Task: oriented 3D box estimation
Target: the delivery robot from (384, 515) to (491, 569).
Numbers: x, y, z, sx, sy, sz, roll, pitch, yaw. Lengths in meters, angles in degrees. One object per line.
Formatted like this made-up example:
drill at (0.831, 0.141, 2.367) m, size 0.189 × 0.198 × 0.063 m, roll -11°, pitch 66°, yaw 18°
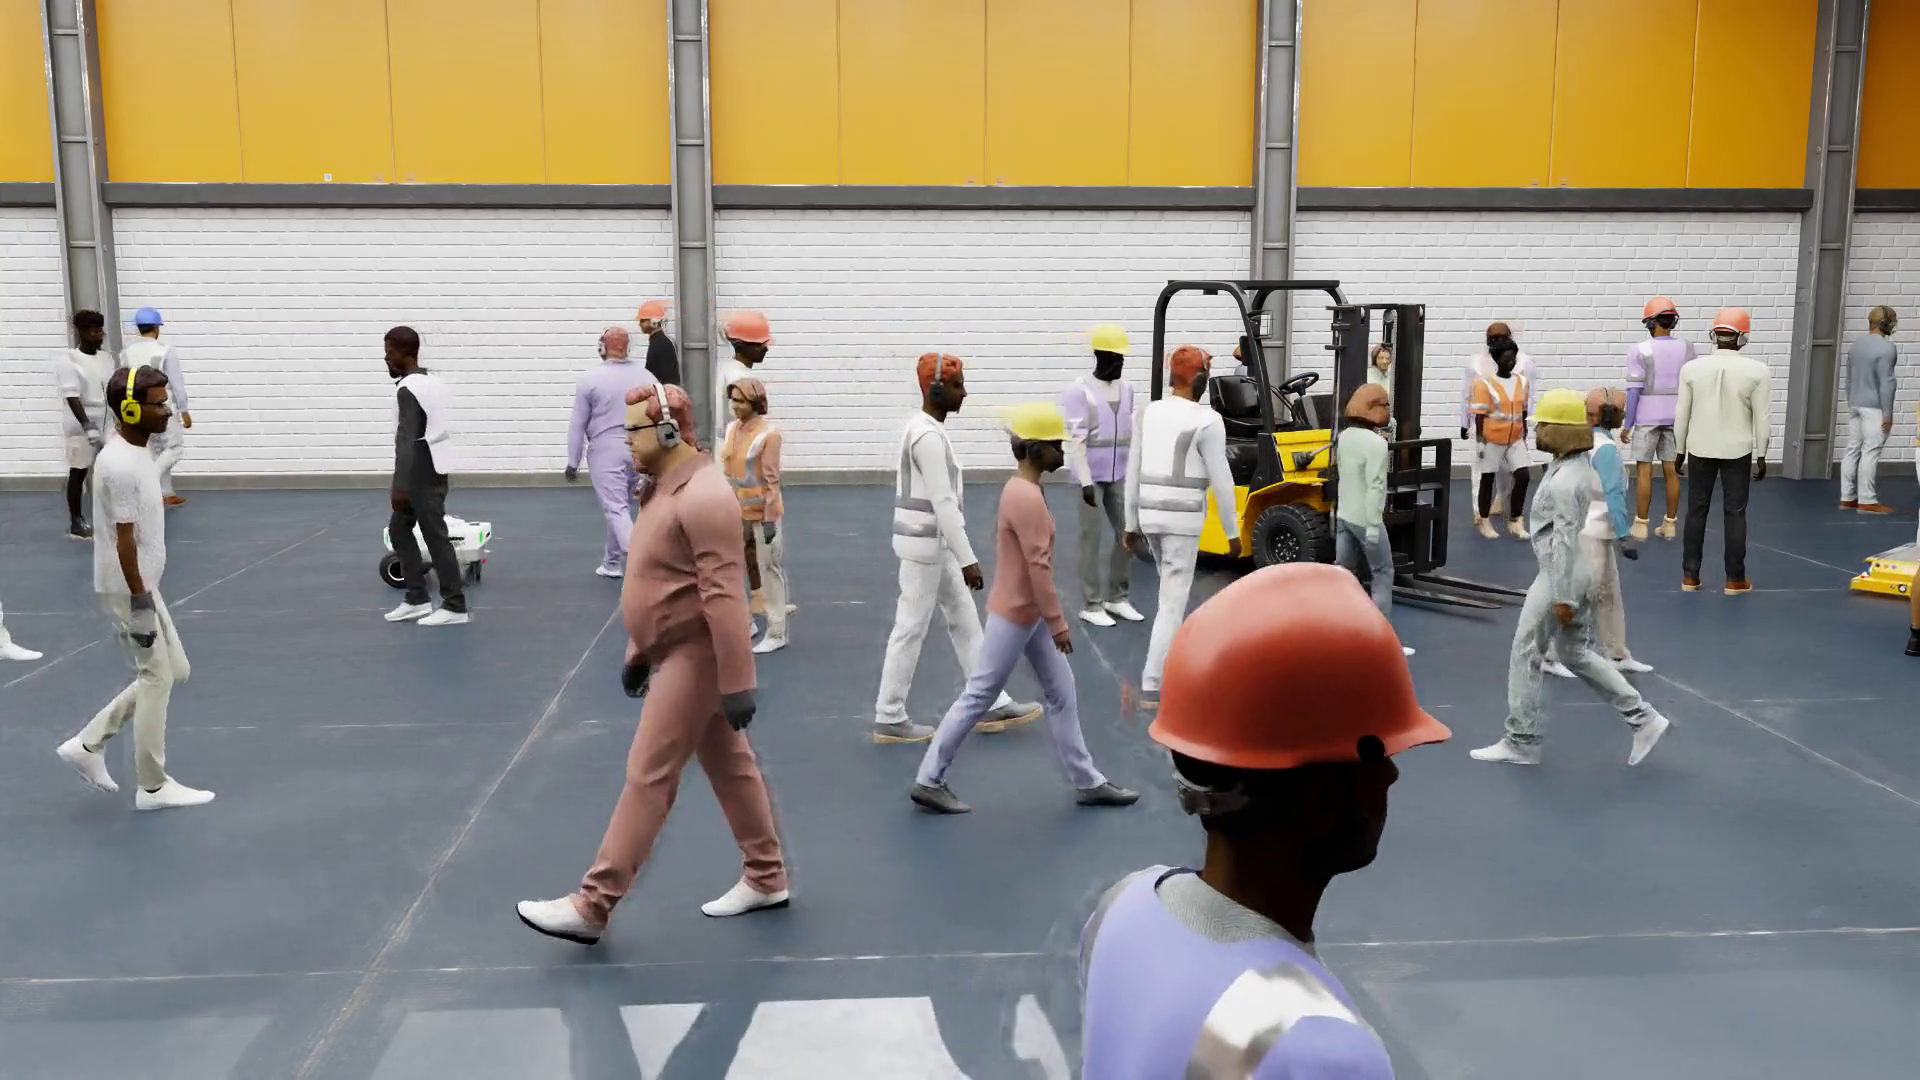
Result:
delivery robot at (-3.743, -0.005, 11.944) m, size 0.707 × 0.478 × 0.477 m, roll -1°, pitch 9°, yaw -6°

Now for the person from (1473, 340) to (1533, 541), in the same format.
person at (4.518, -0.809, 13.756) m, size 0.560 × 1.674 × 0.604 m, roll -2°, pitch 9°, yaw -15°

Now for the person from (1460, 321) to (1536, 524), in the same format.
person at (4.833, -1.066, 14.990) m, size 0.637 × 1.810 × 0.766 m, roll 3°, pitch 10°, yaw 19°

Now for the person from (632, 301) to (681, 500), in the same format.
person at (-3.055, -1.369, 16.421) m, size 0.964 × 1.950 × 0.627 m, roll -2°, pitch 9°, yaw -11°

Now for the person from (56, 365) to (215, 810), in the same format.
person at (-3.407, 0.213, 6.796) m, size 0.481 × 1.853 × 0.556 m, roll -3°, pitch 10°, yaw -21°

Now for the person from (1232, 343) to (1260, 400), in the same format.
person at (2.690, -1.081, 15.624) m, size 0.289 × 1.632 × 0.497 m, roll -1°, pitch 9°, yaw -6°

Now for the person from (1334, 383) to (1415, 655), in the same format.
person at (2.252, -0.106, 9.596) m, size 0.757 × 1.606 × 0.512 m, roll -2°, pitch 9°, yaw -14°

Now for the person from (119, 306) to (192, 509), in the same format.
person at (-7.521, -1.211, 15.512) m, size 0.634 × 1.926 × 0.779 m, roll 3°, pitch 10°, yaw 19°

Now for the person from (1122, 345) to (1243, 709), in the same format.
person at (1.177, -0.077, 8.612) m, size 0.746 × 1.850 × 0.593 m, roll -7°, pitch 11°, yaw -37°

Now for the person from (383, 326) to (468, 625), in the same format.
person at (-3.452, -0.394, 10.491) m, size 0.674 × 1.885 × 0.740 m, roll -1°, pitch 9°, yaw -9°

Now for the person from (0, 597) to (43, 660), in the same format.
person at (-5.779, -0.187, 9.387) m, size 0.874 × 1.843 × 0.526 m, roll -1°, pitch 9°, yaw -6°

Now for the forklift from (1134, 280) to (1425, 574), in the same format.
forklift at (2.301, -0.860, 12.475) m, size 1.214 × 2.155 × 2.313 m, roll -6°, pitch 11°, yaw -35°

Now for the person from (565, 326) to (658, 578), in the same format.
person at (-2.434, -0.587, 11.825) m, size 0.653 × 1.867 × 0.971 m, roll -8°, pitch 12°, yaw -41°

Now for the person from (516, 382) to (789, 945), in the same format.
person at (-1.019, 0.414, 5.541) m, size 0.981 × 1.852 × 0.659 m, roll -3°, pitch 10°, yaw -19°

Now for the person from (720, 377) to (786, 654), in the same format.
person at (-1.215, -0.131, 9.659) m, size 0.485 × 1.618 × 0.541 m, roll -9°, pitch 12°, yaw -43°

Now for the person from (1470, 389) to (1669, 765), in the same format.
person at (2.753, 0.183, 7.411) m, size 0.761 × 1.719 × 0.478 m, roll 5°, pitch 10°, yaw 27°

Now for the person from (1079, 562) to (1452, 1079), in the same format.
person at (0.299, 0.979, 1.752) m, size 0.425 × 1.926 × 0.564 m, roll -3°, pitch 9°, yaw -16°

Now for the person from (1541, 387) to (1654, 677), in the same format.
person at (3.513, -0.034, 9.141) m, size 0.578 × 1.630 × 0.518 m, roll 2°, pitch 9°, yaw 11°

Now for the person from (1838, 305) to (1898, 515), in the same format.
person at (8.474, -1.211, 15.479) m, size 0.352 × 1.937 × 0.635 m, roll 0°, pitch 9°, yaw -3°

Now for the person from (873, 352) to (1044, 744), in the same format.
person at (-0.002, 0.055, 7.802) m, size 0.908 × 1.845 × 0.590 m, roll 0°, pitch 9°, yaw 0°

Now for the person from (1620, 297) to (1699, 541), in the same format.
person at (5.794, -1.000, 13.857) m, size 0.605 × 2.036 × 0.383 m, roll -1°, pitch 9°, yaw -8°

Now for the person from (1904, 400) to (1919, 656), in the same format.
person at (5.692, -0.248, 9.474) m, size 0.374 × 1.928 × 0.542 m, roll -1°, pitch 9°, yaw -7°

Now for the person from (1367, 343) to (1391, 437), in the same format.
person at (3.755, -0.984, 15.046) m, size 0.551 × 1.618 × 0.514 m, roll -1°, pitch 9°, yaw -4°

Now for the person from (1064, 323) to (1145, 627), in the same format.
person at (0.917, -0.406, 10.489) m, size 0.609 × 1.917 × 0.459 m, roll -7°, pitch 11°, yaw -38°

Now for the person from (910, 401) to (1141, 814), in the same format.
person at (0.237, 0.288, 6.799) m, size 0.947 × 1.713 × 0.520 m, roll 1°, pitch 9°, yaw 5°

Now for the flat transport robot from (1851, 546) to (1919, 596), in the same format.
flat transport robot at (6.914, 0.209, 11.784) m, size 1.431 × 0.197 × 0.652 m, roll -9°, pitch 13°, yaw -44°

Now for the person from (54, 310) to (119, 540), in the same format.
person at (-7.110, -0.937, 13.793) m, size 0.910 × 1.920 × 0.611 m, roll 3°, pitch 10°, yaw 18°

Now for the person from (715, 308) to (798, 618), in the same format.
person at (-1.453, -0.452, 10.513) m, size 0.802 × 2.012 × 0.626 m, roll -2°, pitch 9°, yaw -15°

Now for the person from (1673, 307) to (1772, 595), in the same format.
person at (5.307, -0.620, 11.592) m, size 0.622 × 1.992 × 0.397 m, roll 6°, pitch 11°, yaw 35°
